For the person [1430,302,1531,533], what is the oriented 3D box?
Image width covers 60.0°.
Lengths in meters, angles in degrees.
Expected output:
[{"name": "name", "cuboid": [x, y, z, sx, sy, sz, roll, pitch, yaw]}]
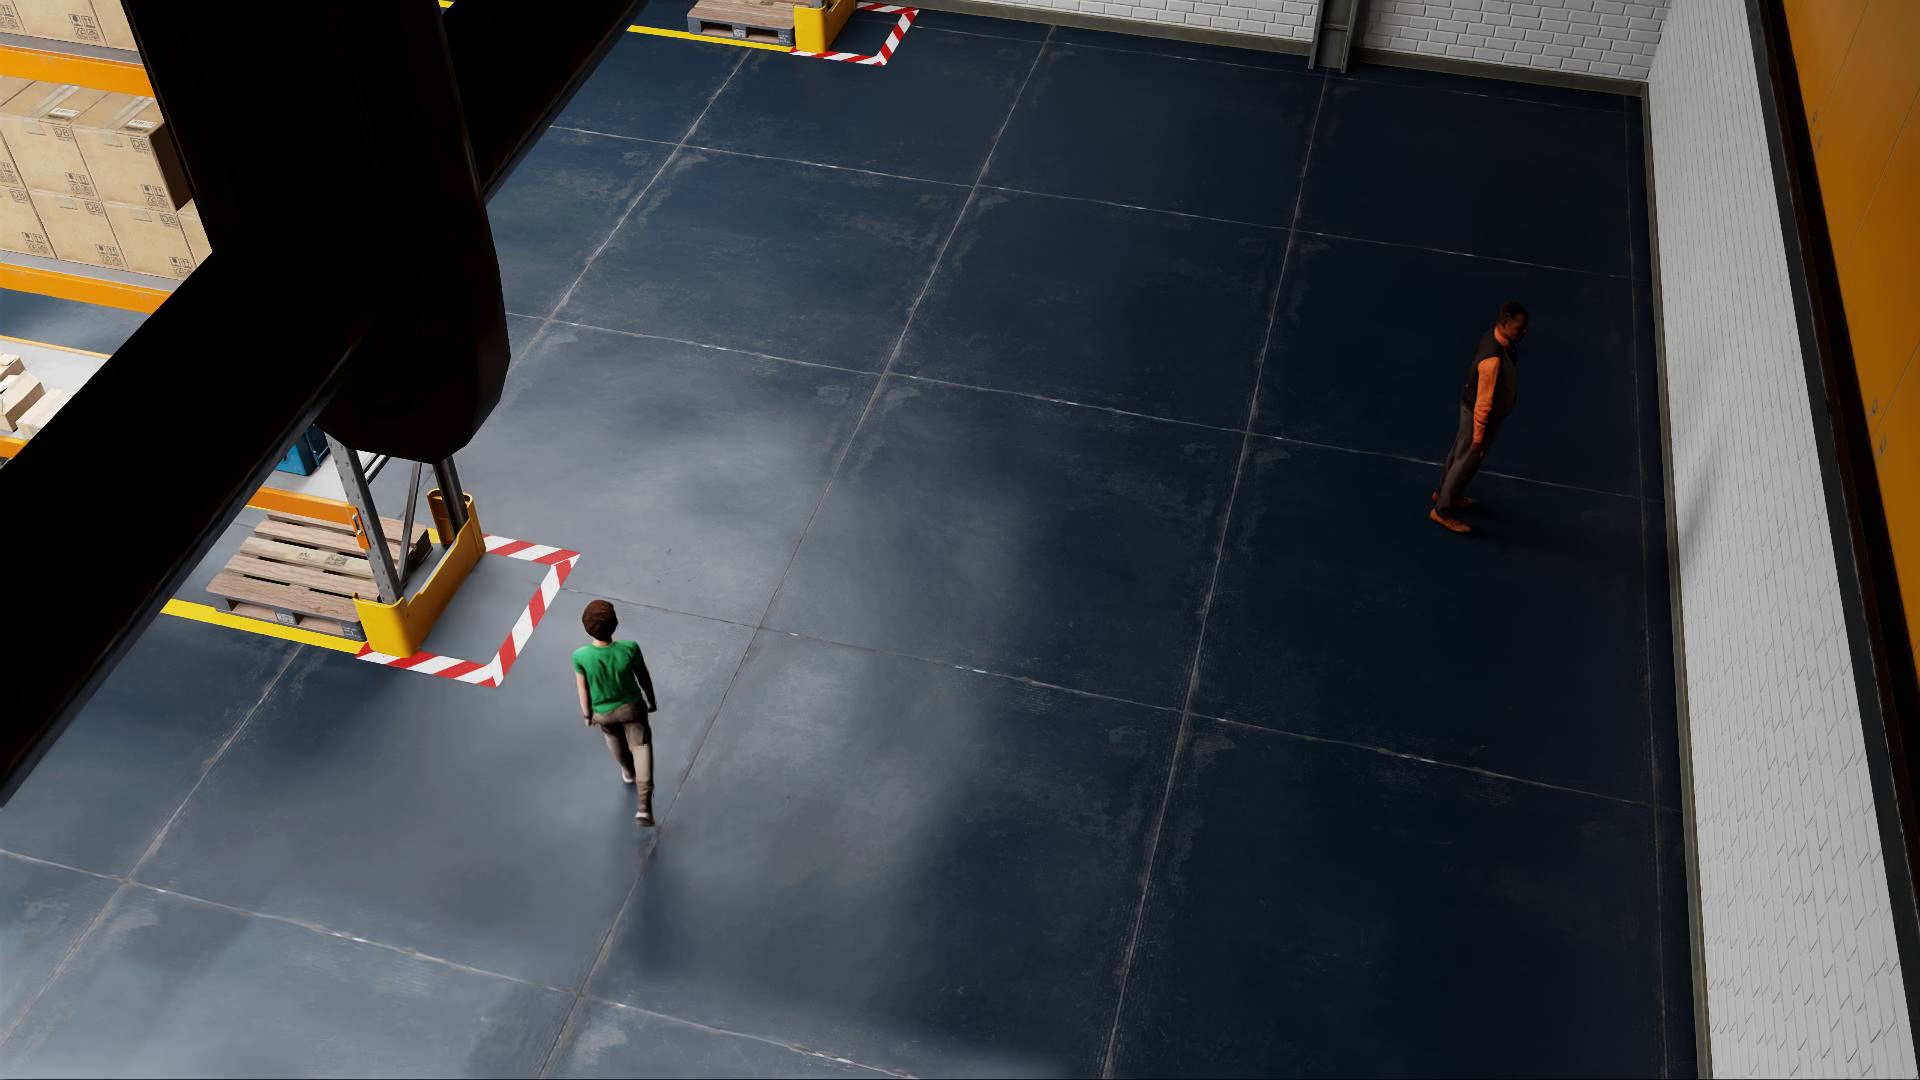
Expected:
[{"name": "person", "cuboid": [3.695, -0.899, 11.837, 0.623, 1.906, 0.709, 14, 45, 14]}]

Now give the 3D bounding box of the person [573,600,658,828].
[{"name": "person", "cuboid": [-2.042, 1.059, 9.982, 1.048, 1.630, 0.944, -8, 44, -9]}]
